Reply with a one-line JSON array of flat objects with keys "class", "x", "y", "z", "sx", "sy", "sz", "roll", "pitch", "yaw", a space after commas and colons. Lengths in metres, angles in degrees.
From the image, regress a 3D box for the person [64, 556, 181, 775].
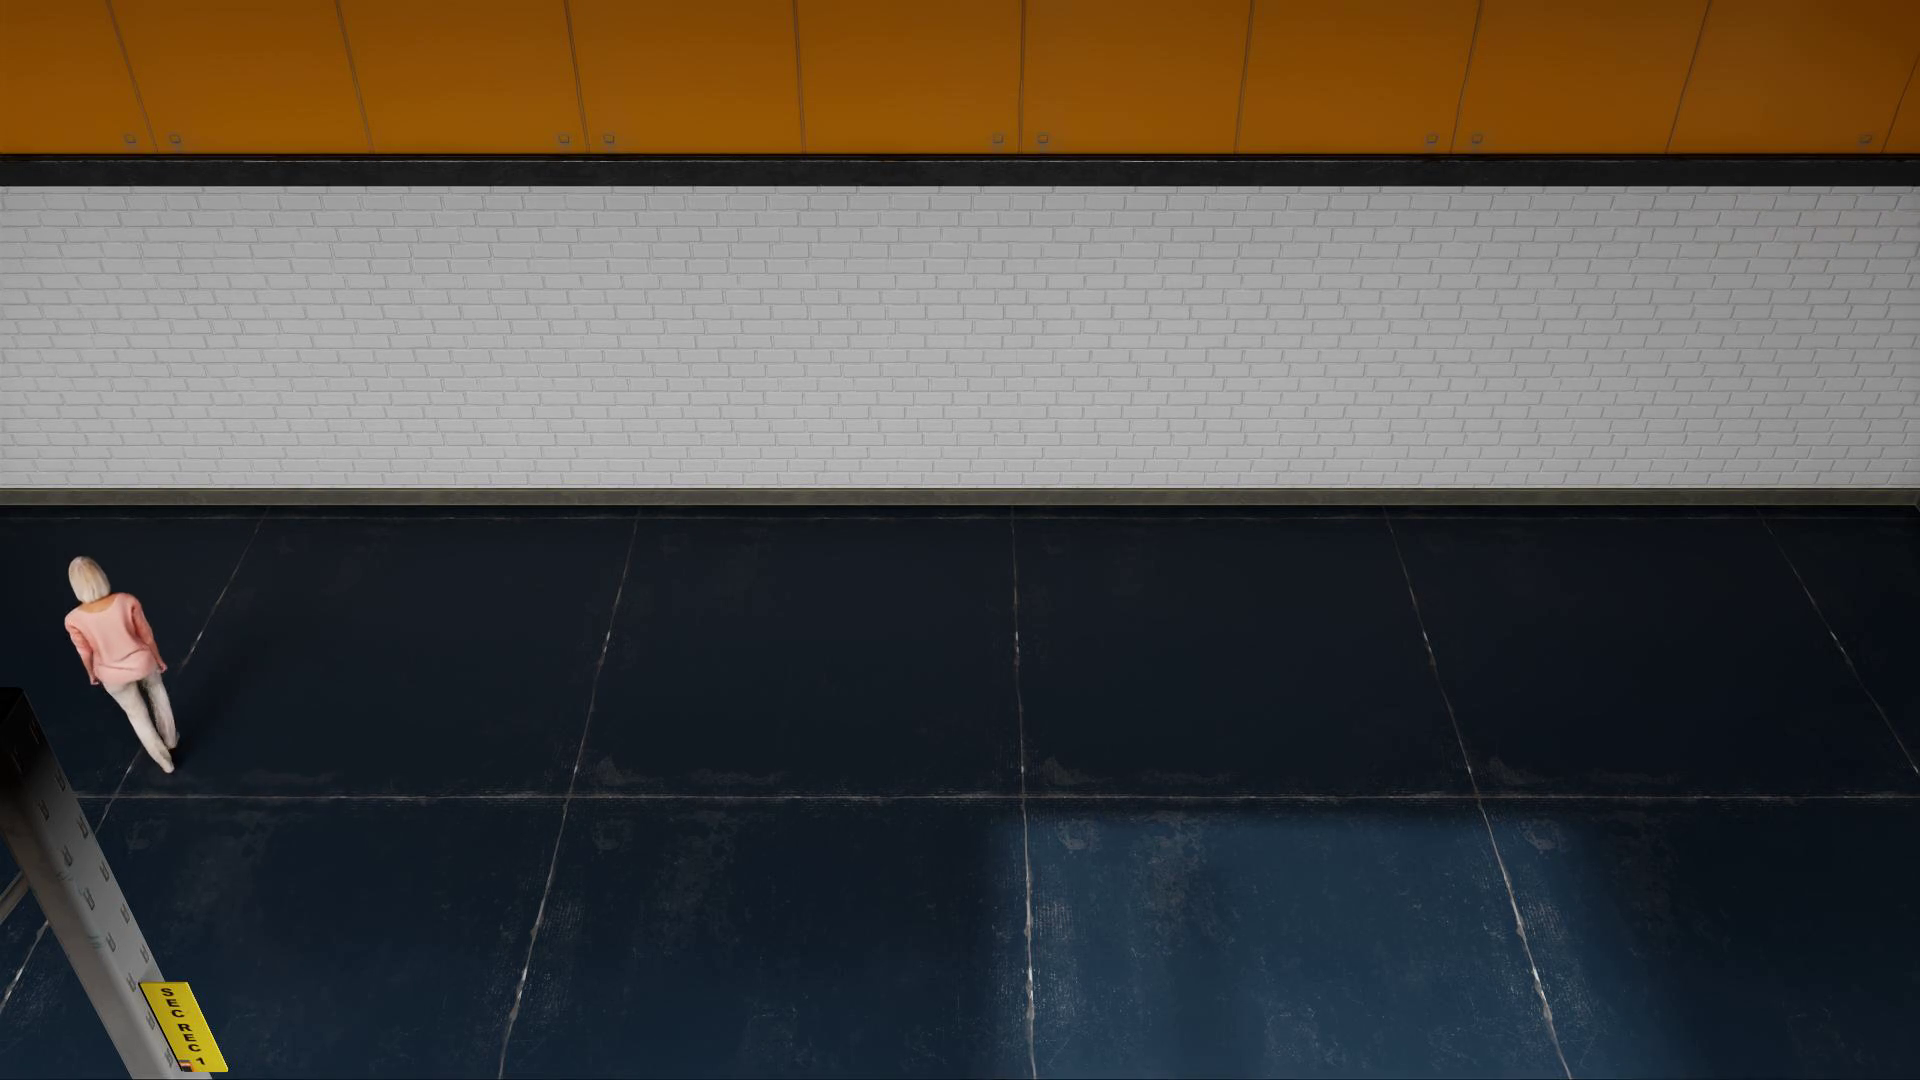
[{"class": "person", "x": -5.314, "y": 0.857, "z": 10.641, "sx": 0.745, "sy": 1.711, "sz": 0.795, "roll": -24, "pitch": 44, "yaw": -27}]
